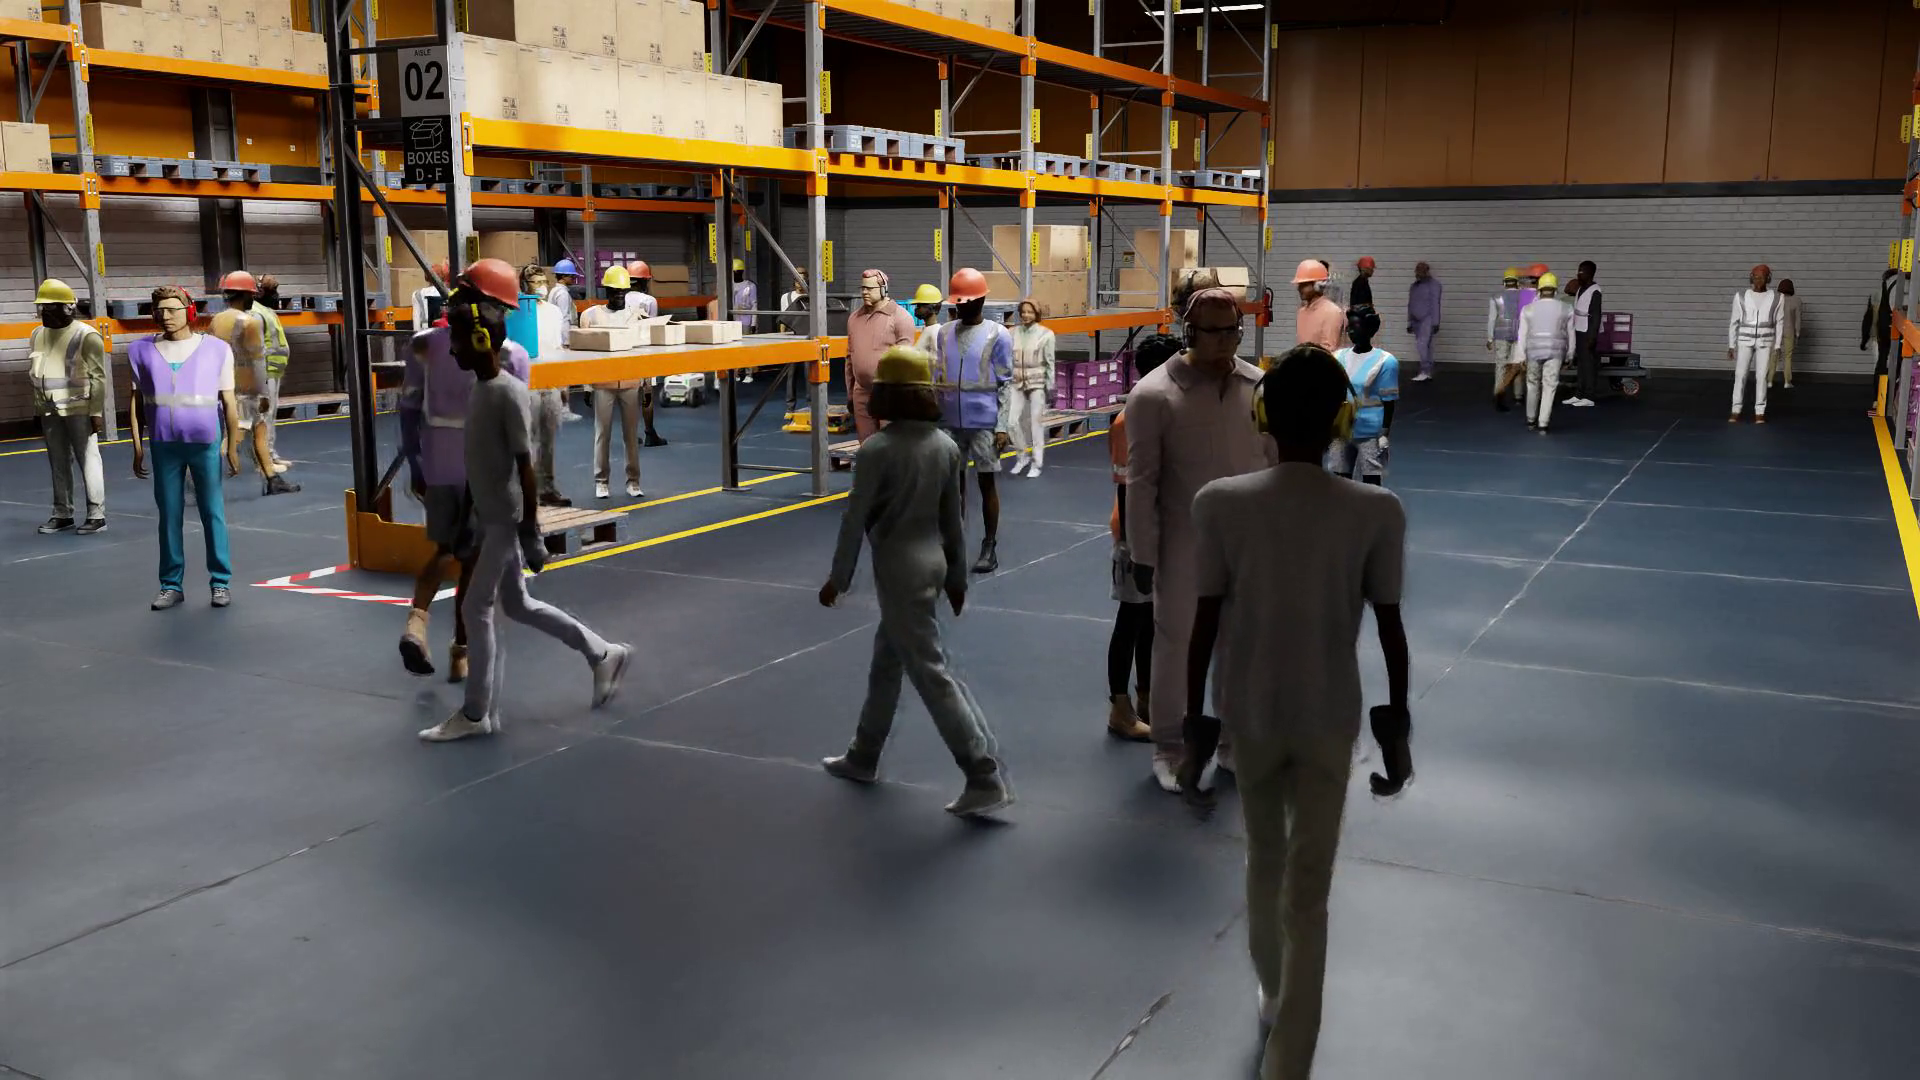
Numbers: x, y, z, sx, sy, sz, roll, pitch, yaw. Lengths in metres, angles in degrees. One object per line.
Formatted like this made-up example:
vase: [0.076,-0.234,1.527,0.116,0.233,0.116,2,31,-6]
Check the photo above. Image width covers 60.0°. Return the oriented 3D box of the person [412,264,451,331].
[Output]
person: [-6.498,-2.484,20.714,0.573,1.883,0.355,-1,10,-5]

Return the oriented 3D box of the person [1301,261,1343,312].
person: [5.201,-3.056,23.938,0.596,1.926,0.904,1,10,9]

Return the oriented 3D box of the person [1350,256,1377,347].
person: [6.212,-3.433,25.972,0.583,1.996,0.623,5,11,27]

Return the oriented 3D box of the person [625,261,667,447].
person: [-3.357,-1.942,17.413,0.545,1.939,0.373,5,11,25]

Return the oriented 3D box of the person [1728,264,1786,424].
person: [9.454,-2.322,19.770,0.584,1.883,0.337,5,11,26]

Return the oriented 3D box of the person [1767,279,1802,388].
person: [12.333,-3.088,24.929,0.499,1.634,0.288,7,12,33]

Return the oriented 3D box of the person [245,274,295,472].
person: [-6.429,-1.536,15.398,0.430,1.831,0.634,-2,10,-13]

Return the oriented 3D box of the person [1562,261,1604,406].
person: [8.305,-2.732,22.042,0.395,1.920,0.587,0,10,-1]

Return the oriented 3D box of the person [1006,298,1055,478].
person: [0.617,-1.360,14.951,0.537,1.621,0.383,5,11,29]

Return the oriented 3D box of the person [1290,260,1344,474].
person: [2.771,-1.254,13.356,0.920,1.951,0.636,-4,11,-23]

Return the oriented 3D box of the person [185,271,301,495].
person: [-5.936,-1.253,13.593,0.559,1.893,0.993,7,12,35]

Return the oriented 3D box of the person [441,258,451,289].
person: [-4.462,-1.543,14.971,0.437,1.988,0.678,3,10,19]

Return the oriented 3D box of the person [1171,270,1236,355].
person: [1.220,-0.394,8.472,0.371,1.933,0.627,2,10,11]

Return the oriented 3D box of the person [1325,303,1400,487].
person: [2.606,-0.696,10.901,0.533,1.697,0.318,10,14,44]

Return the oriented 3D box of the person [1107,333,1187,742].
person: [0.811,-0.021,6.981,0.317,1.698,0.540,7,12,35]

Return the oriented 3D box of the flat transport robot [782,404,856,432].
flat transport robot: [-1.522,-1.408,19.147,0.652,0.197,1.431,2,10,11]

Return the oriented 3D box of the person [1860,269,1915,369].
person: [12.027,-2.602,21.571,0.547,1.836,0.643,-7,12,-35]

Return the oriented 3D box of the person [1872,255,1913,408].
person: [12.137,-2.691,21.455,0.536,2.000,0.673,-1,10,-6]

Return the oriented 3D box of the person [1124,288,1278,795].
person: [0.933,0.009,6.257,0.651,1.896,0.402,-4,11,-22]

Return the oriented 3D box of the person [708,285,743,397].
person: [-3.236,-2.749,22.978,0.539,1.622,0.381,4,11,23]

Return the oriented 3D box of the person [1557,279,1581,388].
person: [9.205,-3.110,25.053,0.279,1.634,0.498,-4,11,-22]

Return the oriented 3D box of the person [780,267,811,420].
person: [-1.922,-2.367,20.142,0.504,1.847,0.344,0,10,-1]

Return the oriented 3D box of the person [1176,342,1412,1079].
person: [0.802,0.447,3.960,0.537,1.823,0.989,3,10,16]

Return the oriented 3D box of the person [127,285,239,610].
person: [-4.416,-0.528,9.498,0.570,1.843,0.372,-2,10,-12]

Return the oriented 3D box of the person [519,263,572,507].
person: [-3.349,-1.207,13.159,0.372,1.940,0.630,6,11,30]

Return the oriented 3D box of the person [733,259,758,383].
person: [-3.421,-3.397,25.872,0.590,1.926,0.388,5,11,27]

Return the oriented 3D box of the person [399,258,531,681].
person: [-2.313,-0.300,7.755,0.658,1.996,0.634,2,10,13]

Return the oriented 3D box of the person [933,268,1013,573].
person: [0.059,-0.750,10.544,0.542,1.929,0.373,5,11,27]

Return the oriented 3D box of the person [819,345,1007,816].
person: [-0.159,0.135,6.099,0.921,1.693,0.494,7,12,35]

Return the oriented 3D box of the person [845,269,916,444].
person: [-0.651,-1.156,13.001,0.636,1.900,0.402,6,12,33]

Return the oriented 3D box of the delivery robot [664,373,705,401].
delivery robot: [-3.623,-2.073,21.903,0.477,0.478,0.707,2,10,11]

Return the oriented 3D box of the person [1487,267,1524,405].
person: [7.318,-2.707,22.156,0.593,1.828,0.403,1,10,6]

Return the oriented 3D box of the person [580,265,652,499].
person: [-2.826,-1.297,13.754,0.589,1.922,0.389,-4,10,-21]

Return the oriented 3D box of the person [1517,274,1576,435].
person: [6.610,-2.094,18.742,0.606,1.776,0.941,4,11,24]

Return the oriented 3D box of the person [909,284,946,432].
person: [-0.251,-1.195,13.583,0.315,1.769,0.524,-2,10,-10]

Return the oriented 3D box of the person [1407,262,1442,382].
person: [7.290,-3.414,26.140,0.690,1.869,0.740,-5,11,-25]

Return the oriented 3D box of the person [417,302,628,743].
person: [-1.866,-0.091,7.034,0.875,1.833,0.505,-6,11,-31]

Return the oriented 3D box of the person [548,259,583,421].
person: [-4.762,-2.397,20.042,0.410,1.944,0.612,-4,10,-20]

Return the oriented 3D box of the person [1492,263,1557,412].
person: [7.212,-2.570,21.177,0.957,1.891,0.584,-4,11,-24]

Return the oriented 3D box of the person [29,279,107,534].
person: [-6.442,-0.951,11.981,0.596,1.832,0.404,2,10,13]
